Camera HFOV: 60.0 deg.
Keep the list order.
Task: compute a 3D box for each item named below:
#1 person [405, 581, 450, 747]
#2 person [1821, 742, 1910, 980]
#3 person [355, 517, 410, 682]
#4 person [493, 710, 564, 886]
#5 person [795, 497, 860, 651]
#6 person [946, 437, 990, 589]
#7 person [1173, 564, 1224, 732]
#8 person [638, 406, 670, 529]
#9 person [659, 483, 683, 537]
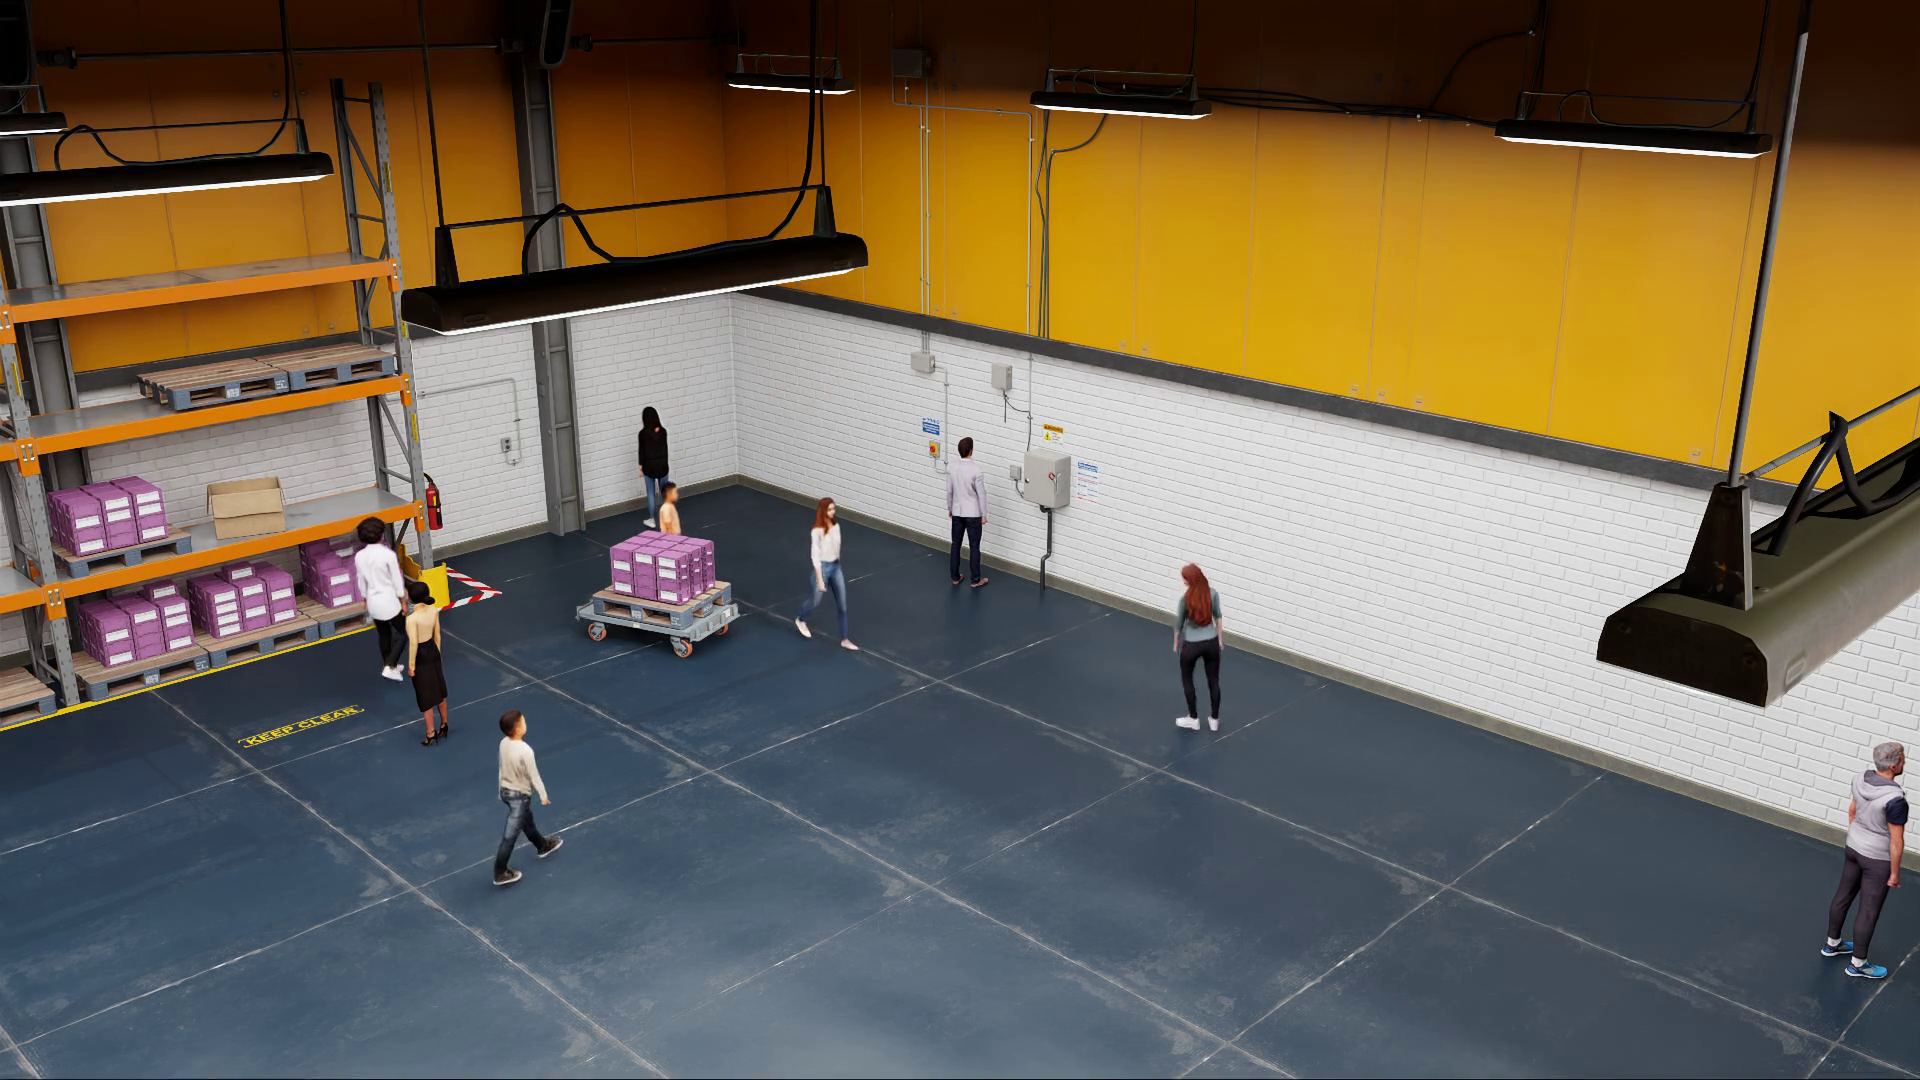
[{"bbox_3d":[-5.126,1.175,15.950,0.715,1.653,0.591,8,20,22],"label":"person"},{"bbox_3d":[6.701,2.324,12.263,0.792,1.829,0.774,-3,19,-8],"label":"person"},{"bbox_3d":[-6.000,0.653,17.275,0.895,1.797,0.967,3,19,10],"label":"person"},{"bbox_3d":[-3.658,2.116,13.511,0.605,1.427,0.994,15,24,38],"label":"person"},{"bbox_3d":[-1.543,0.360,18.313,1.097,1.691,0.693,-15,24,-38],"label":"person"},{"bbox_3d":[0.074,-0.346,20.153,0.742,1.853,0.690,9,21,26],"label":"person"},{"bbox_3d":[2.317,1.065,16.188,0.703,1.710,0.806,1,19,3],"label":"person"},{"bbox_3d":[-4.102,-0.990,22.402,0.588,1.639,0.703,-8,20,-23],"label":"person"},{"bbox_3d":[-3.446,0.043,19.637,0.913,1.447,0.859,0,19,0],"label":"person"}]
